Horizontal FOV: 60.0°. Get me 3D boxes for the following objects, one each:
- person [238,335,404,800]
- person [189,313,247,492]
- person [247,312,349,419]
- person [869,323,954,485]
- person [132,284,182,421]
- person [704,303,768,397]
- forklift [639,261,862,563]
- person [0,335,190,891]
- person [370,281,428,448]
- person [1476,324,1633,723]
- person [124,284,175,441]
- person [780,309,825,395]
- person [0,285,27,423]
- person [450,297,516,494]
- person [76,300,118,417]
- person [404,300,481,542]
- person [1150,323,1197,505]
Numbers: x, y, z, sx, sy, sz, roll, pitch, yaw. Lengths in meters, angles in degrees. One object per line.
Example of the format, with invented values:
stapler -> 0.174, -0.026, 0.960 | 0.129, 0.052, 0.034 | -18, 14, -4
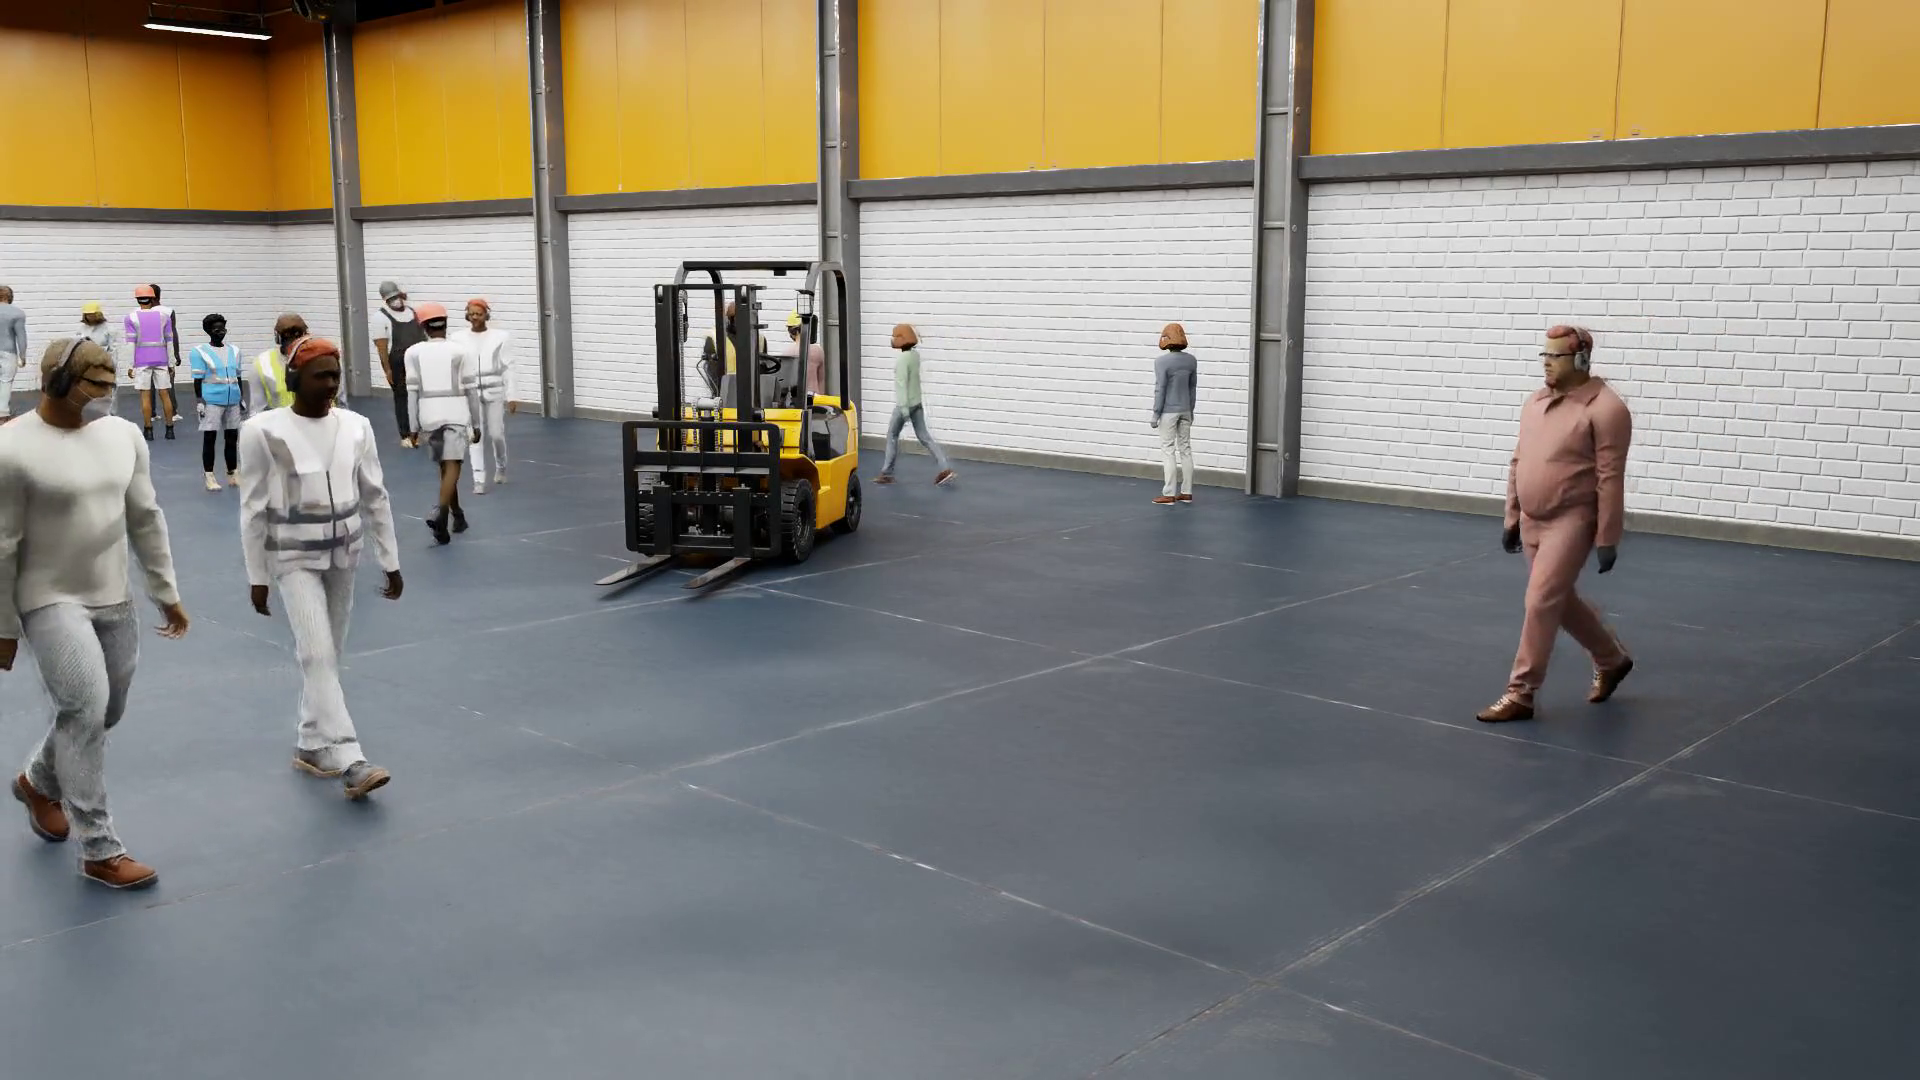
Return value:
person -> -2.539, 0.113, 6.731 | 0.811, 1.858, 0.595 | 7, 11, 35
person -> -7.095, -1.319, 15.952 | 0.317, 1.696, 0.539 | 6, 11, 32
person -> -4.628, -0.687, 11.689 | 0.668, 1.822, 0.434 | -4, 10, -25
person -> -0.462, -1.322, 16.308 | 0.851, 1.599, 0.500 | 4, 10, 24
person -> -11.222, -2.609, 23.222 | 0.598, 1.909, 0.382 | 0, 9, 0
person -> -2.064, -1.324, 15.674 | 0.635, 1.793, 0.946 | -3, 10, -16
forklift -> -1.552, -1.040, 12.721 | 1.214, 2.155, 2.313 | 2, 9, 11
person -> -3.153, 0.230, 5.845 | 0.865, 1.901, 0.635 | 3, 10, 20
person -> -6.549, -2.103, 19.706 | 0.539, 2.000, 0.783 | 7, 12, 38
person -> 2.880, -0.089, 7.892 | 0.929, 1.871, 0.653 | -3, 10, -19
person -> -10.035, -2.197, 20.608 | 0.551, 1.932, 0.369 | -8, 12, -40
person -> -1.416, -1.175, 14.855 | 0.331, 1.768, 0.526 | 7, 12, 38
person -> -13.270, -2.588, 23.133 | 0.636, 1.897, 0.728 | 0, 9, 1
person -> -4.557, -1.395, 15.942 | 0.598, 1.858, 0.830 | -1, 9, -8
person -> -10.908, -2.161, 21.046 | 0.500, 1.720, 0.688 | -2, 9, -12
person -> -4.082, -0.943, 13.077 | 0.552, 1.892, 0.953 | 0, 9, 0
person -> 1.928, -1.134, 15.010 | 0.507, 1.632, 0.268 | -7, 11, -36
